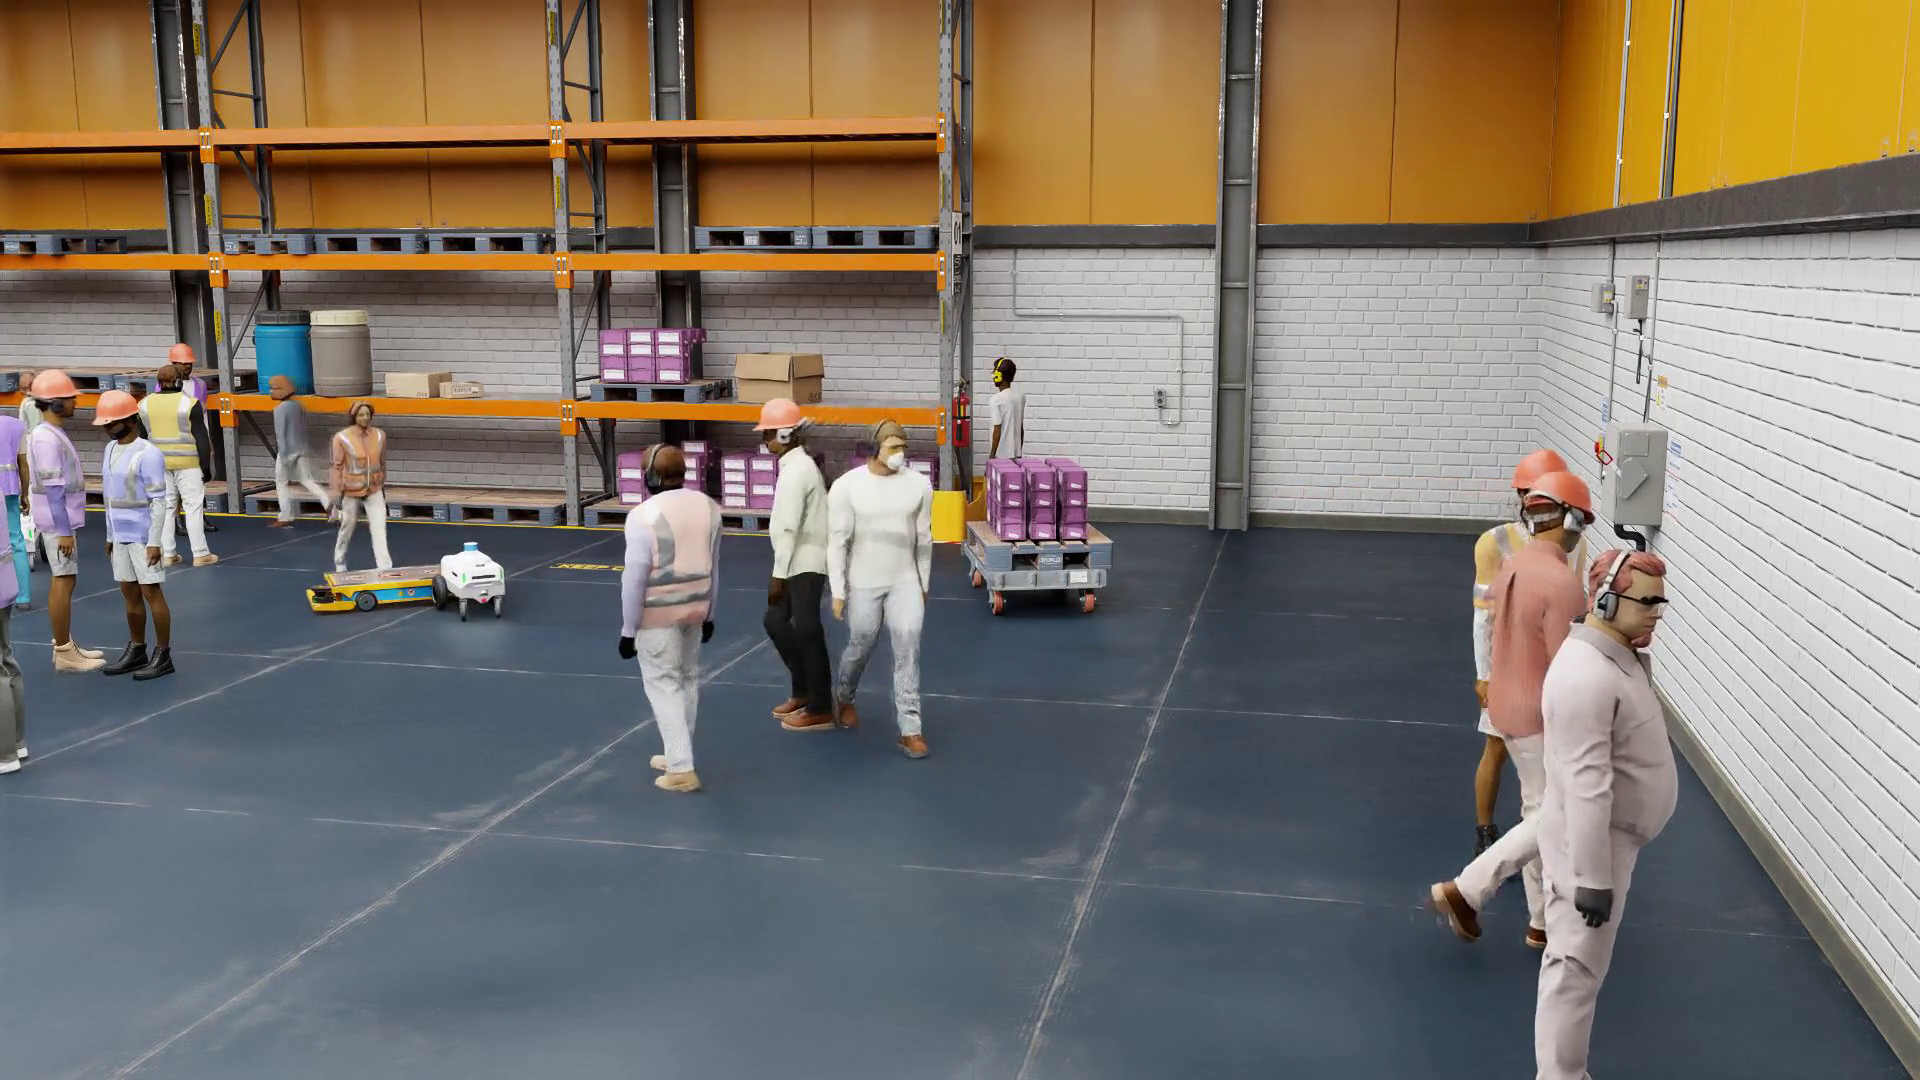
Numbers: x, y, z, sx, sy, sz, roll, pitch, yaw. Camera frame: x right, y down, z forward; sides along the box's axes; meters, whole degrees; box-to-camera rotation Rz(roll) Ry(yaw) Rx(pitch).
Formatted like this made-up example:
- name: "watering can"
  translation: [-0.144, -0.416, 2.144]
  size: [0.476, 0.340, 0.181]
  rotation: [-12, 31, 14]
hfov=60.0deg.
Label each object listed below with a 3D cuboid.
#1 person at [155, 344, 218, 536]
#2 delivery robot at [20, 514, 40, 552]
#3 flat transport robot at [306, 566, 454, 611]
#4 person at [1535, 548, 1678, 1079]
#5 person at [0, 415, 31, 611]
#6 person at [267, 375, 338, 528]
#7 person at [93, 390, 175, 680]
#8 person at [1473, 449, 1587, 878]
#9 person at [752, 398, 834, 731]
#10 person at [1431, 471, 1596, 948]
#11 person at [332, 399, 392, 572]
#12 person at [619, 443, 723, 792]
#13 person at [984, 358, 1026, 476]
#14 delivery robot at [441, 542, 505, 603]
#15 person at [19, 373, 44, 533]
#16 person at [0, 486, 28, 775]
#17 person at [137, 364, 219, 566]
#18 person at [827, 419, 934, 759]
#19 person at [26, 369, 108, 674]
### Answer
- name: "person"
  translation: [-7.800, -1.014, 16.812]
  size: [0.359, 1.936, 0.552]
  rotation: [5, 11, 29]
- name: "delivery robot"
  translation: [-8.512, -0.061, 14.983]
  size: [0.477, 0.478, 0.707]
  rotation: [-4, 11, -25]
- name: "flat transport robot"
  translation: [-4.538, 0.370, 13.546]
  size: [1.431, 0.197, 0.652]
  rotation: [-5, 11, -25]
- name: "person"
  translation: [2.010, 0.966, 5.196]
  size: [0.403, 1.904, 0.637]
  rotation: [4, 11, 24]
- name: "person"
  translation: [-7.552, -0.322, 12.987]
  size: [0.389, 1.846, 0.566]
  rotation: [7, 12, 38]
- name: "person"
  translation: [-6.829, -0.906, 17.138]
  size: [0.710, 1.608, 0.511]
  rotation: [2, 10, 9]
- name: "person"
  translation: [-5.496, -0.032, 11.030]
  size: [0.542, 1.929, 0.369]
  rotation: [5, 11, 29]
- name: "person"
  translation: [2.572, 0.556, 7.505]
  size: [0.545, 1.942, 0.351]
  rotation: [-3, 10, -16]
- name: "person"
  translation: [-0.970, 0.155, 9.778]
  size: [0.516, 1.969, 0.642]
  rotation: [-1, 10, -7]
- name: "person"
  translation: [2.245, 0.705, 6.631]
  size: [0.674, 1.949, 0.655]
  rotation: [-1, 10, -6]
- name: "person"
  translation: [-5.204, -0.433, 14.367]
  size: [0.806, 1.595, 0.526]
  rotation: [8, 13, 41]
- name: "person"
  translation: [-1.544, 0.402, 8.778]
  size: [0.475, 1.849, 0.629]
  rotation: [7, 12, 35]
- name: "person"
  translation: [0.408, -0.762, 15.521]
  size: [0.316, 1.870, 0.531]
  rotation: [7, 12, 36]
- name: "delivery robot"
  translation: [-3.831, 0.262, 13.066]
  size: [0.477, 0.478, 0.707]
  rotation: [-5, 11, -30]
- name: "person"
  translation: [-9.383, -0.875, 16.914]
  size: [0.375, 1.638, 0.569]
  rotation: [-7, 12, -35]
- name: "person"
  translation: [-5.288, 0.320, 8.943]
  size: [0.381, 1.928, 0.587]
  rotation: [-2, 10, -14]
- name: "person"
  translation: [-7.084, -0.671, 15.079]
  size: [0.626, 1.842, 0.429]
  rotation: [0, 10, 2]
- name: "person"
  translation: [-0.459, 0.240, 9.542]
  size: [0.647, 1.893, 0.976]
  rotation: [-3, 10, -19]
- name: "person"
  translation: [-6.043, -0.124, 11.230]
  size: [0.377, 2.045, 0.608]
  rotation: [-5, 11, -28]
